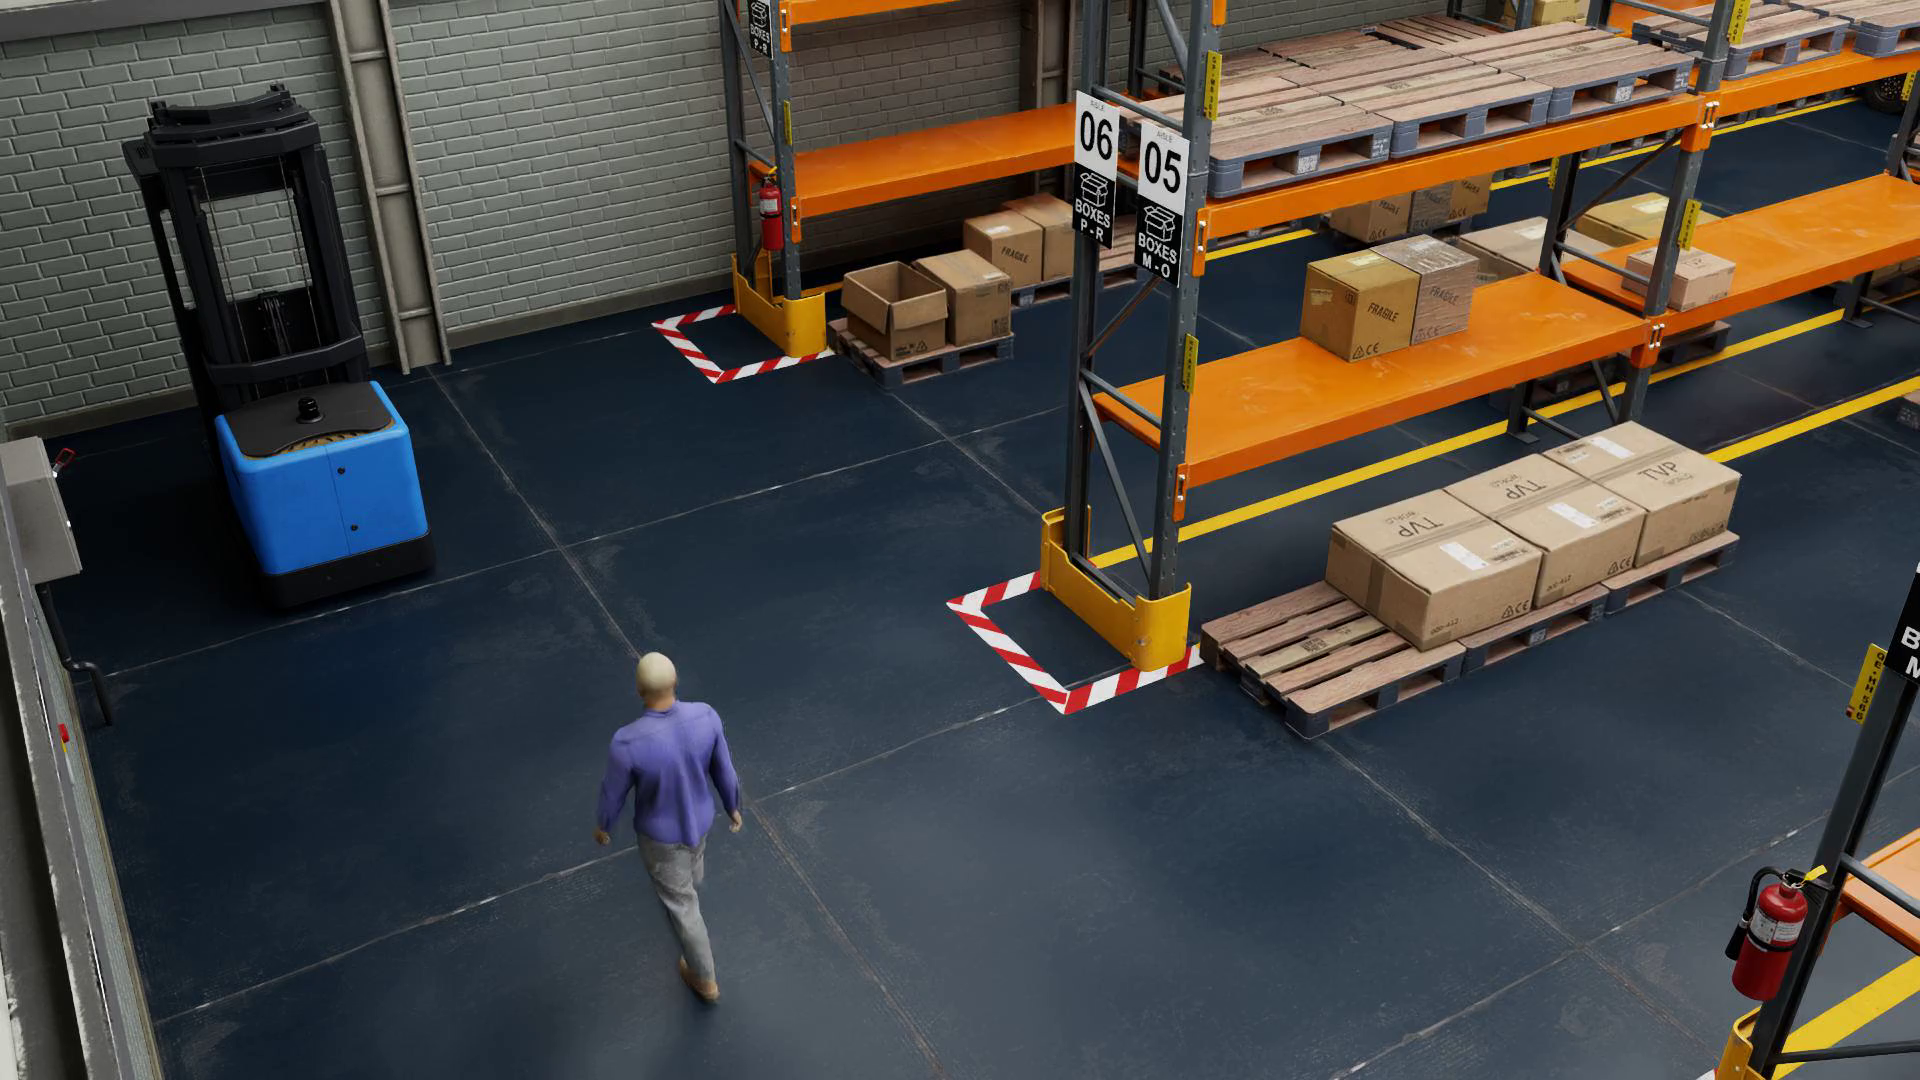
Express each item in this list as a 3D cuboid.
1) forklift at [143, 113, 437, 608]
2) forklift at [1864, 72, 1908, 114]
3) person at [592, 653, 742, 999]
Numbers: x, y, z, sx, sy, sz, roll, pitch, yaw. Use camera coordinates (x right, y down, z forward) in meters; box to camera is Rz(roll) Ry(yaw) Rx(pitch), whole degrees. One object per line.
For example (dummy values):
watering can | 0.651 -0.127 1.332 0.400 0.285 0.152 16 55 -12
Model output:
forklift | -4.289 -1.259 10.509 1.129 2.768 1.873 -17 36 -26
forklift | 11.468 -5.645 18.244 1.214 2.155 2.313 -17 36 -26
person | -1.353 1.222 7.537 0.620 1.764 0.846 -20 37 -29
